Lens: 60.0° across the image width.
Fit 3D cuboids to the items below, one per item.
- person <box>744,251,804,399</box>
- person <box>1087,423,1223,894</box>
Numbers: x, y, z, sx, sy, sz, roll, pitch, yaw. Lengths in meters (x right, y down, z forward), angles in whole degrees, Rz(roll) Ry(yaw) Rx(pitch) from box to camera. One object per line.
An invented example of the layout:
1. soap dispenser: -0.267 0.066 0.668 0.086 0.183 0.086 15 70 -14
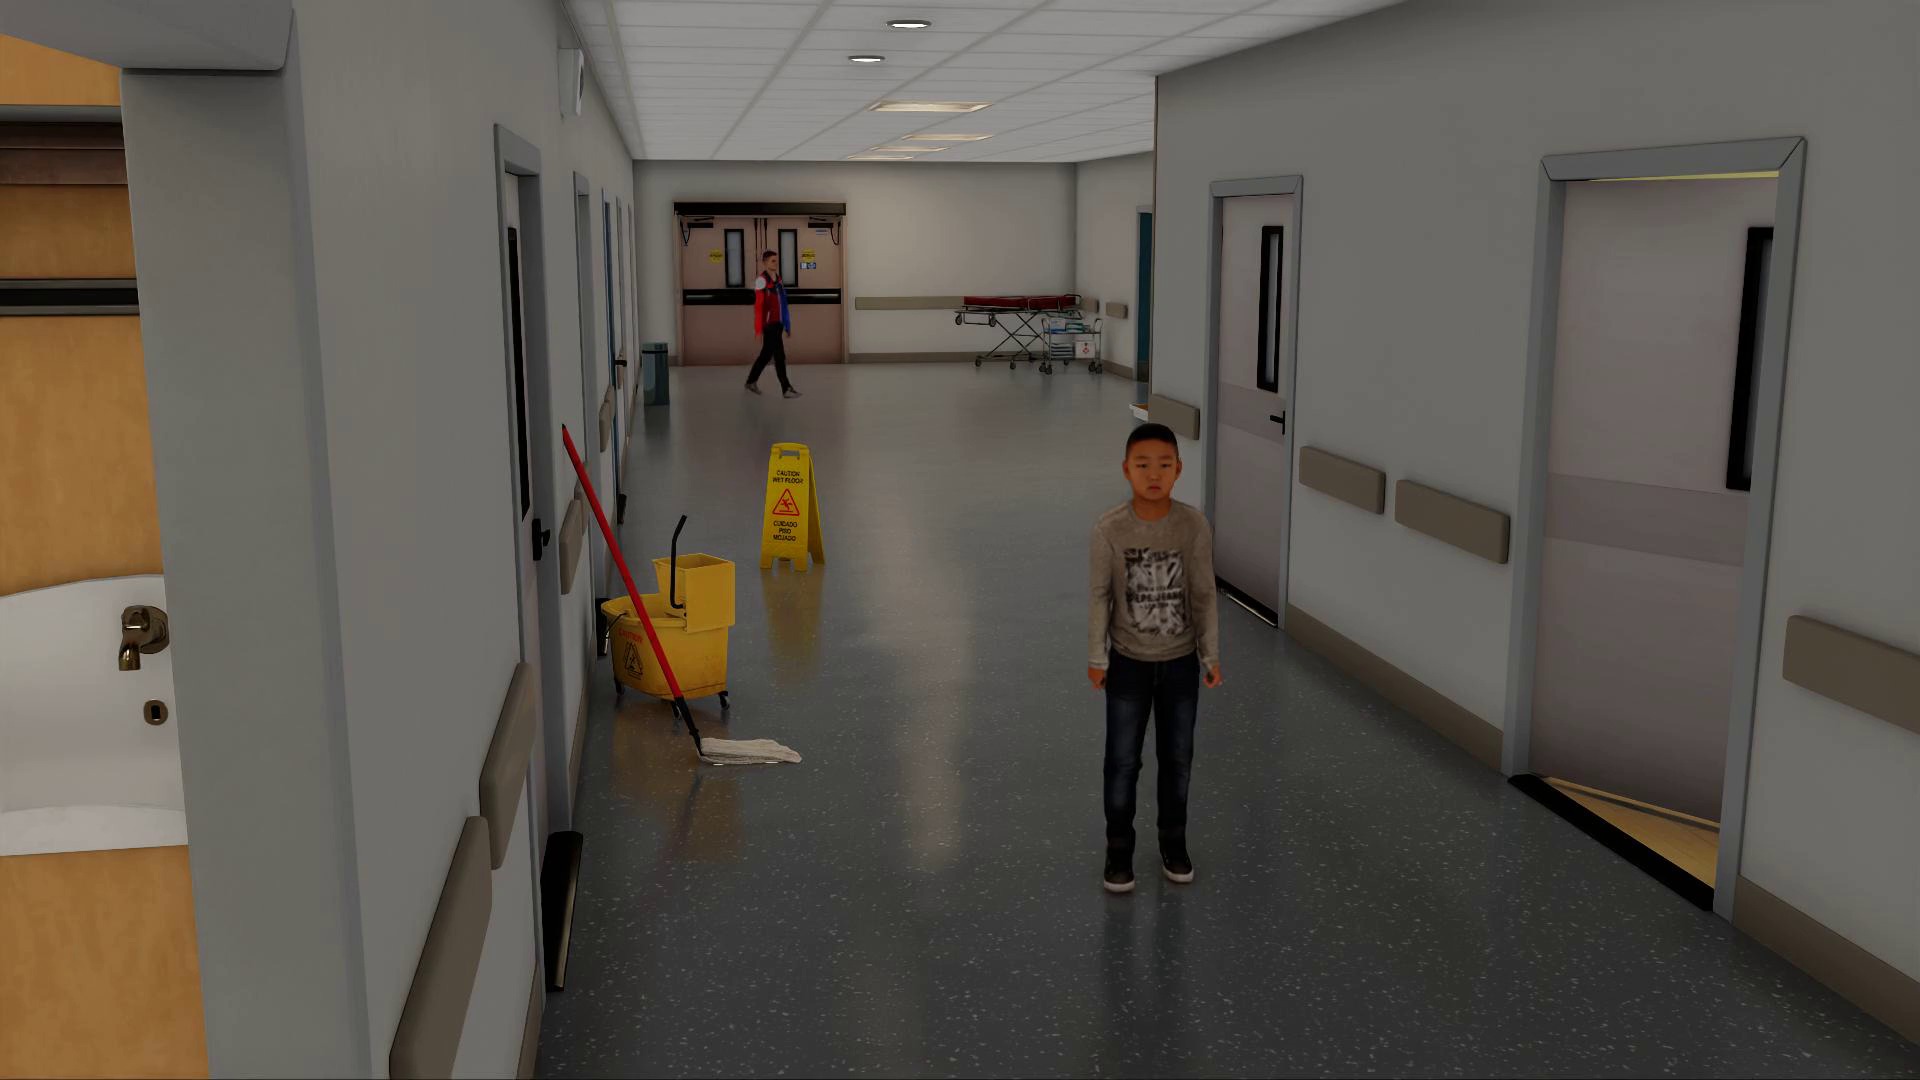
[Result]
1. person: -2.315 -2.536 19.839 1.186 1.716 1.168 7 13 31
2. person: 0.624 0.355 5.285 0.571 1.462 0.562 -1 11 -5
